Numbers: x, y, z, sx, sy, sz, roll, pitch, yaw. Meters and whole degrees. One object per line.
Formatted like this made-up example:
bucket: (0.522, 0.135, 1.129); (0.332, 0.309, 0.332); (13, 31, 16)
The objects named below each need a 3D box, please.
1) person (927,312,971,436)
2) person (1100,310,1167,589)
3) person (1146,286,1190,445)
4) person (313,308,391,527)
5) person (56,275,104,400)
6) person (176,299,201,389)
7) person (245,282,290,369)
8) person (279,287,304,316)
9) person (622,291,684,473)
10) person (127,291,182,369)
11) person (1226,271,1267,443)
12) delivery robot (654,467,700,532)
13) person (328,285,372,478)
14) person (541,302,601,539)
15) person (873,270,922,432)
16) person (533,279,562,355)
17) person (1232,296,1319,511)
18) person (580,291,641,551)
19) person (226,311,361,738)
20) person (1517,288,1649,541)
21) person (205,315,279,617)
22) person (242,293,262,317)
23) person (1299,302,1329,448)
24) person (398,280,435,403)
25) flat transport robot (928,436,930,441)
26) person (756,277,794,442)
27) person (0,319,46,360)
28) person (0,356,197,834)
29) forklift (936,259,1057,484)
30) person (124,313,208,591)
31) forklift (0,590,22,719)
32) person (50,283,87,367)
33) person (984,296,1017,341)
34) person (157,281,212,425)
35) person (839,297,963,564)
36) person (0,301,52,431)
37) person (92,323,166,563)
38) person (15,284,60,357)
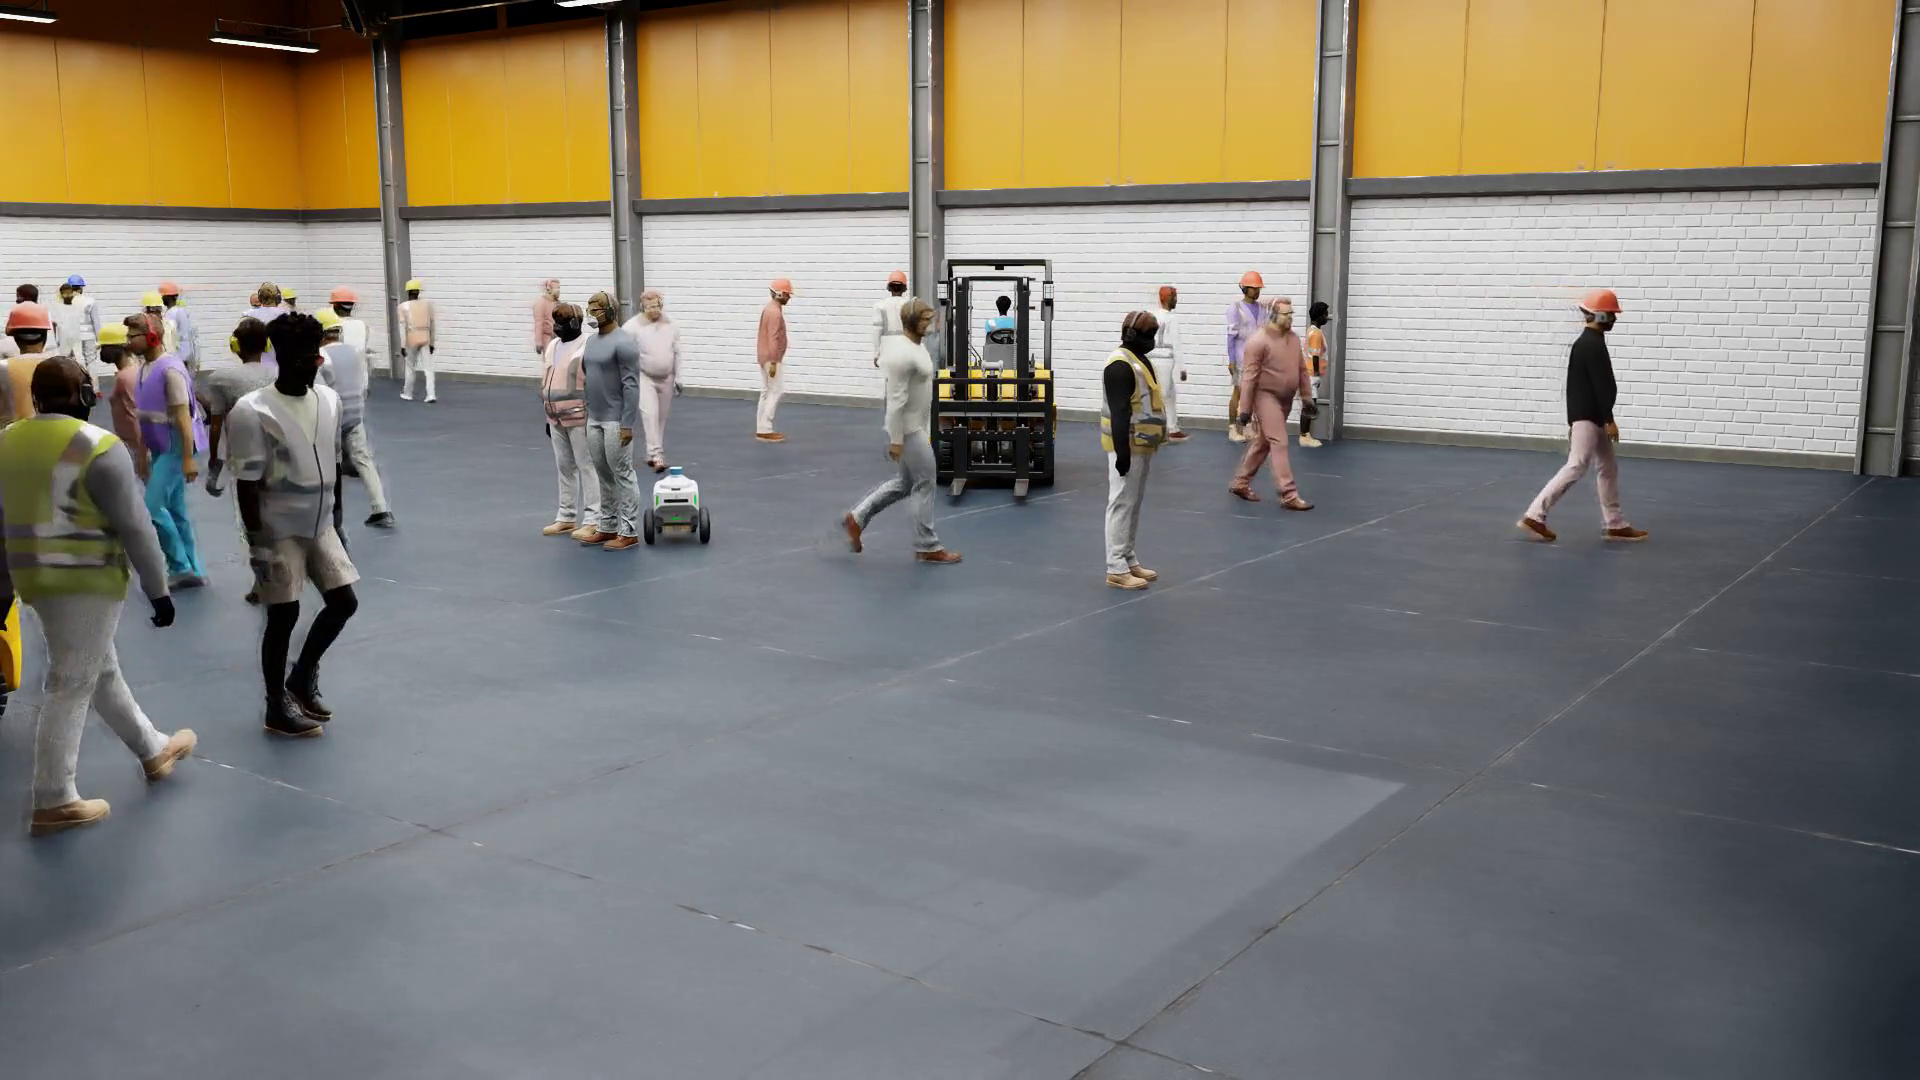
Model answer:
person: (-0.100, -1.861, 19.315); (0.889, 1.577, 0.510); (6, 11, 31)
person: (1.158, -0.603, 11.066); (0.429, 1.836, 0.627); (3, 10, 20)
person: (2.518, -2.046, 19.561); (0.761, 1.860, 0.597); (-4, 10, -21)
person: (-5.042, -0.981, 13.496); (0.952, 1.789, 0.604); (5, 11, 30)
person: (-13.667, -3.135, 25.819); (0.606, 1.943, 0.403); (-3, 10, -16)
person: (-10.448, -2.411, 22.342); (0.490, 1.660, 0.977); (-3, 10, -16)
person: (-7.243, -1.750, 17.587); (0.631, 1.940, 0.372); (-1, 10, -6)
person: (-11.063, -3.312, 27.514); (0.611, 1.721, 0.543); (6, 11, 34)
person: (-3.109, -1.609, 17.031); (0.638, 1.850, 0.952); (-7, 12, -36)
person: (-9.124, -1.917, 18.919); (0.425, 1.825, 0.638); (6, 11, 34)
person: (3.450, -2.178, 19.831); (0.616, 2.039, 0.385); (-7, 12, -36)
delivery robot: (-2.206, -0.324, 12.928); (0.477, 0.478, 0.707); (-2, 10, -9)
person: (-6.098, -1.565, 16.540); (0.437, 1.916, 0.565); (6, 11, 33)
person: (-3.028, -0.930, 12.992); (0.622, 1.845, 0.430); (8, 12, 38)
person: (-0.794, -2.382, 21.044); (0.614, 2.040, 0.390); (-1, 10, -6)
person: (-6.065, -2.976, 25.030); (0.637, 1.884, 0.671); (4, 10, 22)
person: (2.756, -1.213, 14.669); (0.989, 1.861, 0.643); (9, 13, 44)
person: (-2.627, -0.889, 12.459); (0.367, 1.939, 0.635); (-9, 13, -43)
person: (-2.985, -0.057, 7.525); (0.467, 1.931, 0.683); (4, 10, 24)
person: (4.812, -0.947, 12.763); (0.960, 1.960, 0.620); (3, 10, 17)
person: (-4.278, -0.443, 10.117); (0.518, 1.844, 0.892); (-8, 13, -41)
person: (-11.417, -3.205, 27.147); (0.512, 1.638, 0.312); (-5, 11, -27)
person: (4.115, -1.919, 19.350); (0.320, 1.690, 0.535); (1, 10, 7)
person: (-8.306, -3.035, 25.465); (0.610, 1.874, 1.011); (-8, 13, -40)
flat transport robot: (0.258, -1.286, 19.780); (1.431, 0.197, 0.652); (-6, 11, -32)
person: (-2.212, -2.157, 19.938); (0.473, 1.970, 0.655); (-3, 10, -16)
person: (-10.150, -1.650, 18.020); (0.844, 1.591, 0.518); (9, 13, 44)
person: (-3.393, 0.176, 6.564); (0.669, 1.781, 0.961); (4, 10, 23)
forklift: (0.370, -1.738, 16.759); (1.214, 2.155, 2.313); (1, 10, 3)
person: (-5.190, -0.552, 10.789); (0.544, 1.823, 0.596); (-9, 13, -42)
forklift: (-5.296, -0.090, 6.943); (1.214, 2.155, 2.313); (7, 12, 35)
person: (-13.718, -3.036, 25.595); (0.536, 1.840, 0.894); (-8, 12, -40)
person: (0.585, -2.441, 22.423); (0.538, 1.695, 0.320); (-2, 10, -9)
person: (-10.187, -2.428, 21.753); (0.884, 1.910, 0.556); (-2, 10, -12)
person: (-0.437, -0.772, 11.868); (0.860, 1.915, 0.635); (1, 10, 8)
person: (-5.595, -0.479, 10.098); (0.544, 1.919, 0.577); (-7, 12, -36)
person: (-5.900, -0.655, 11.704); (0.890, 1.721, 0.546); (-4, 10, -22)
person: (-10.373, -1.918, 18.697); (0.479, 1.902, 0.601); (-1, 10, -9)
